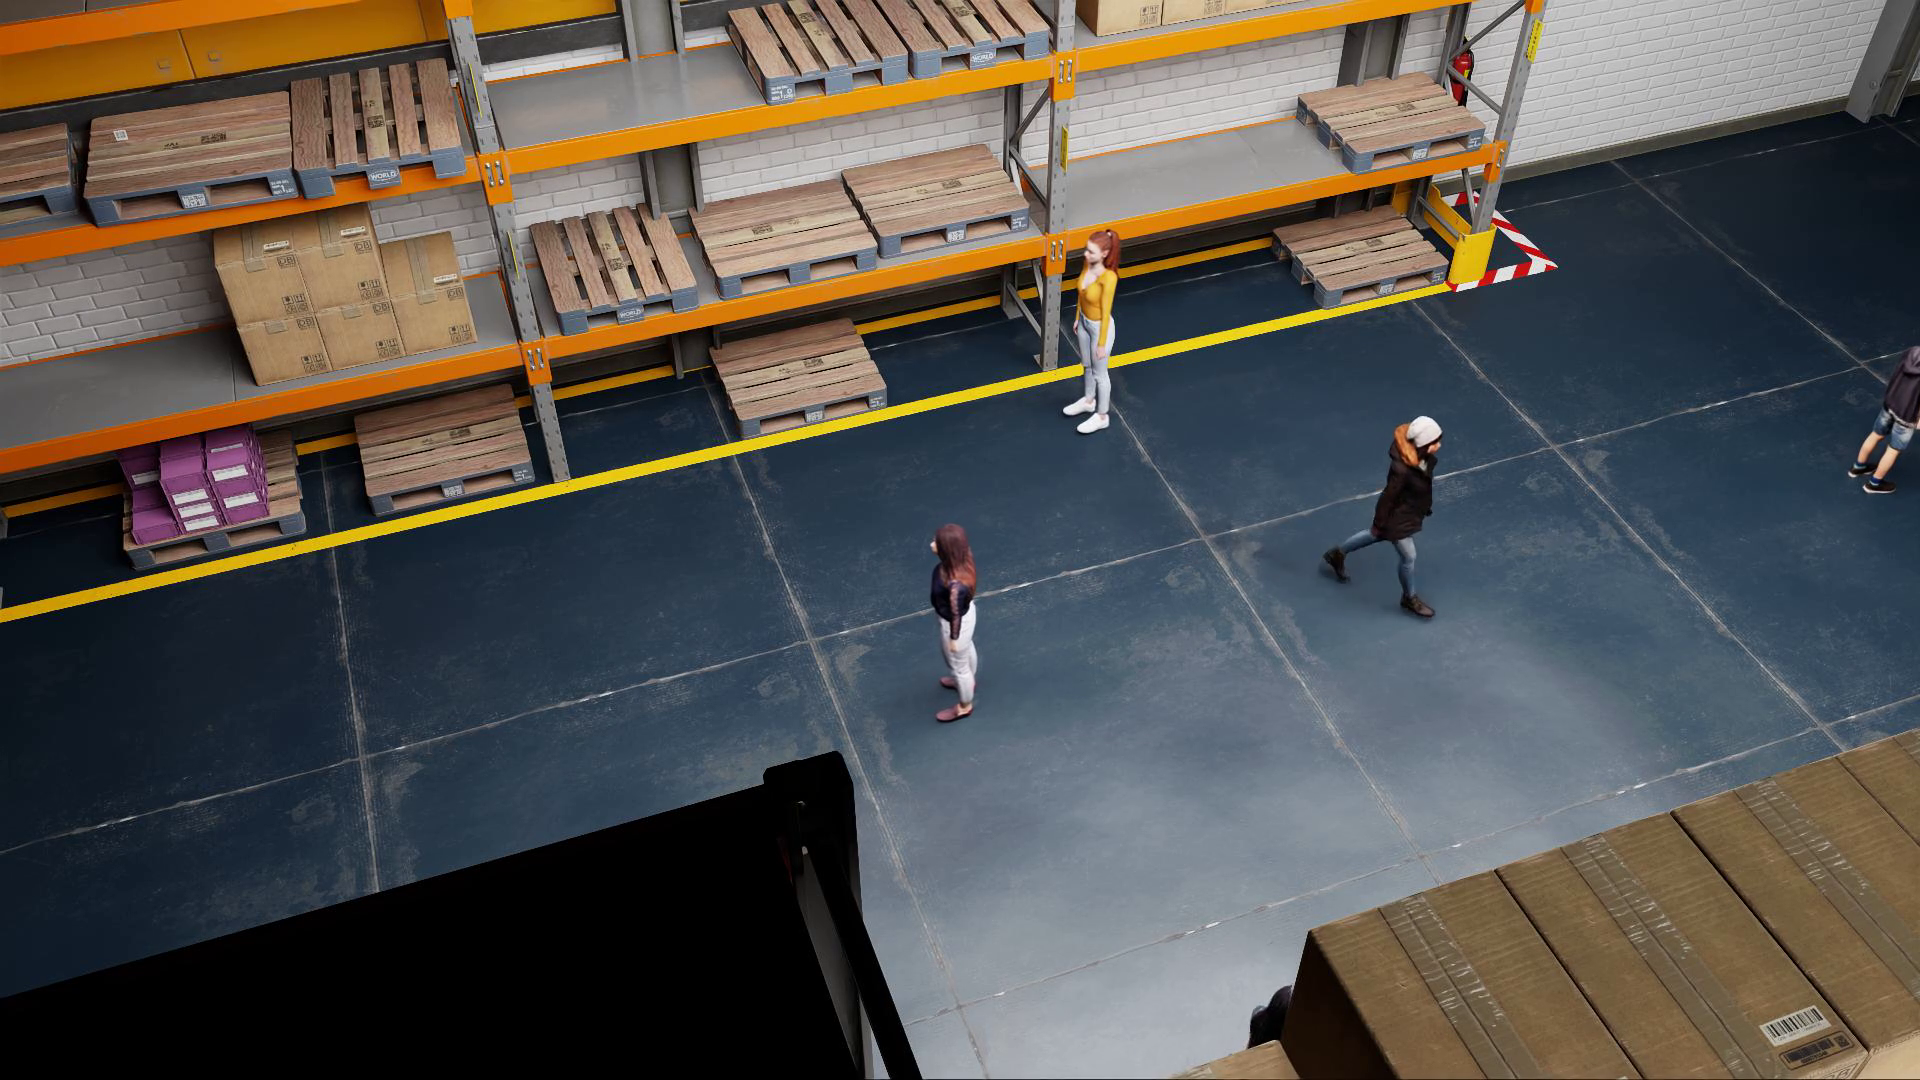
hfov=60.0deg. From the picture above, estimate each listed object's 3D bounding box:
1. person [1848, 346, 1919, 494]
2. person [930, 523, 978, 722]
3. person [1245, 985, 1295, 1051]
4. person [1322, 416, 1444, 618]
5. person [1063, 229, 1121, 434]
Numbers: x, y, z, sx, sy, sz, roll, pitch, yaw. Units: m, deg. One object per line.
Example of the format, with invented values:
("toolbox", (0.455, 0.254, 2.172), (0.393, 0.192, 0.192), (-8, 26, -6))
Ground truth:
("person", (6.893, -0.978, 12.132), (0.524, 1.446, 0.552), (-10, 45, -10))
("person", (-0.036, 0.500, 10.467), (0.643, 1.602, 0.664), (3, 44, 3))
("person", (1.437, 2.747, 8.041), (1.067, 1.695, 0.605), (-17, 46, -17))
("person", (2.882, -0.217, 11.226), (1.081, 1.593, 1.112), (25, 49, 24))
("person", (1.030, -1.595, 12.560), (0.544, 1.749, 0.581), (-17, 46, -17))
